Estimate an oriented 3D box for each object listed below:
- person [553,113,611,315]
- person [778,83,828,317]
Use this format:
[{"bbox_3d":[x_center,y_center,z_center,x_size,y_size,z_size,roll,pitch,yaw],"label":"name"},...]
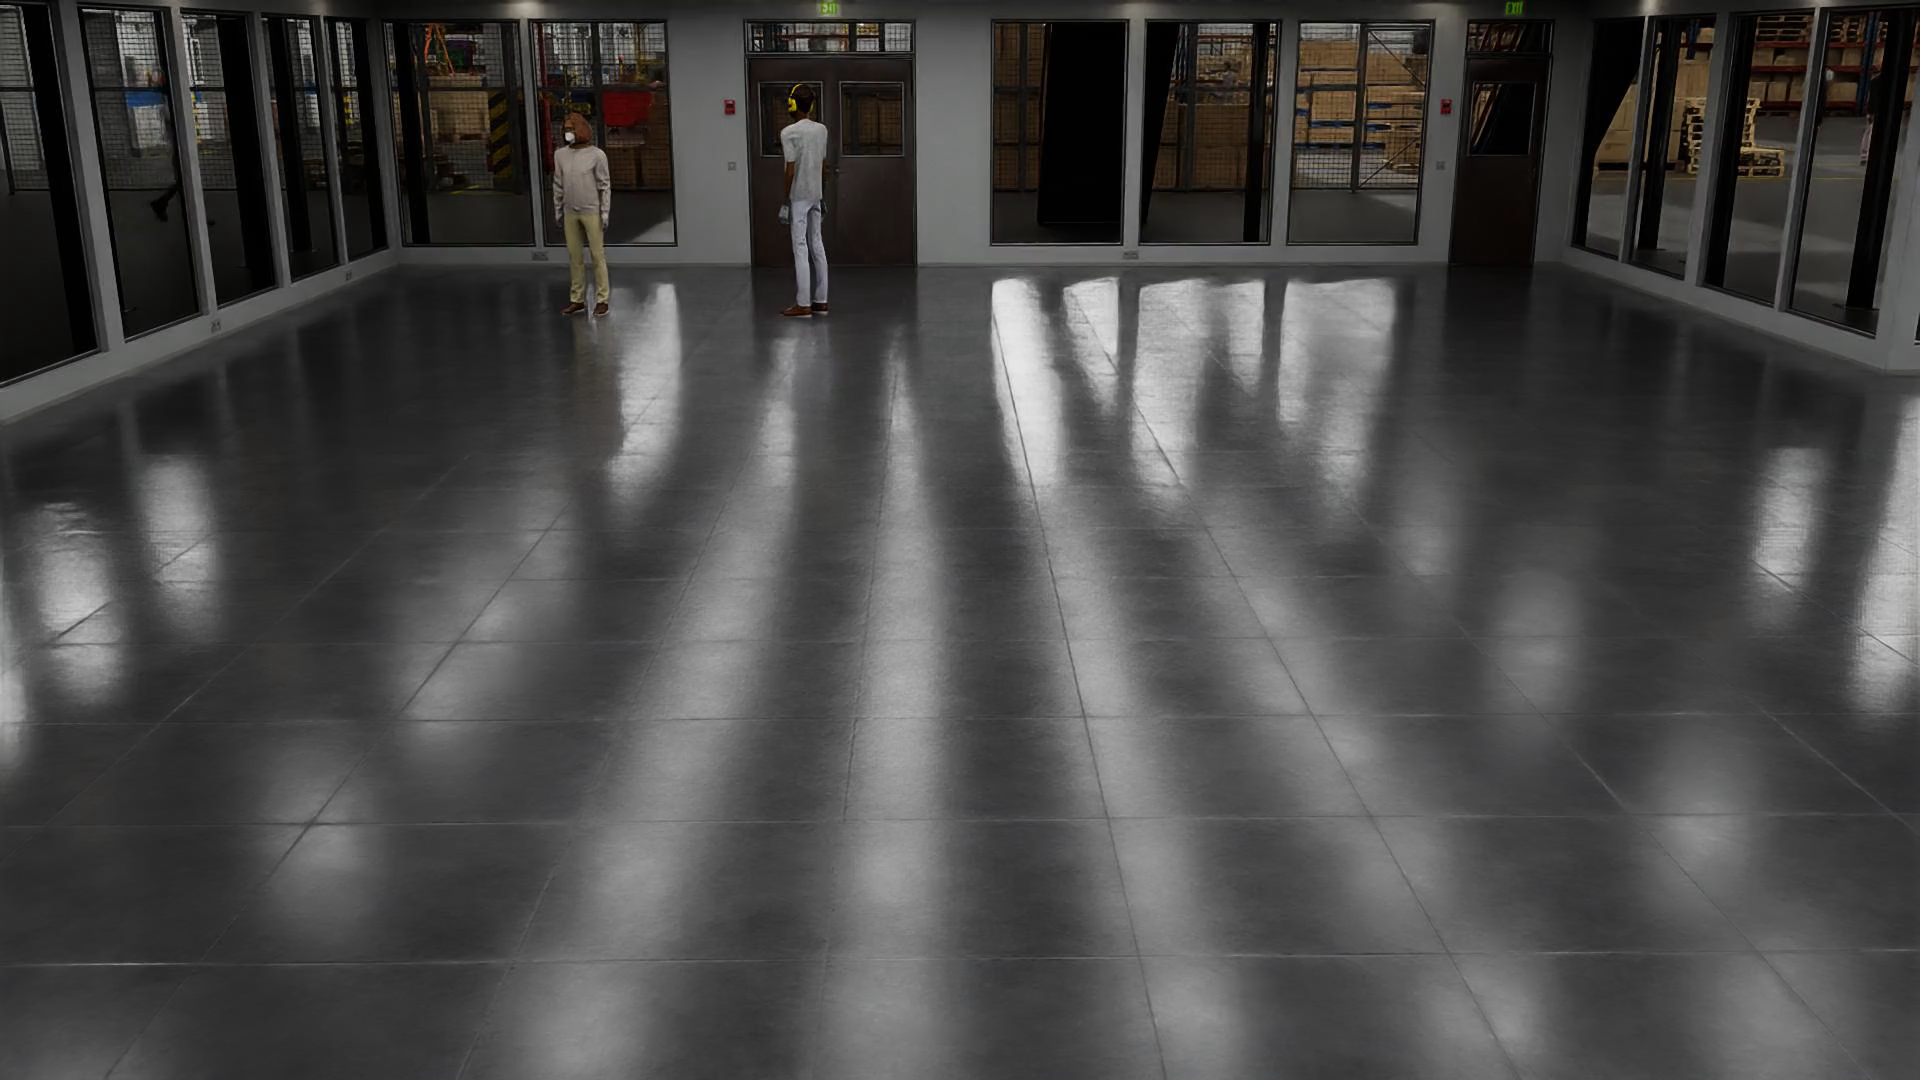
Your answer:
[{"bbox_3d":[-3.098,-2.661,13.636,0.507,1.631,0.266,5,17,18],"label":"person"},{"bbox_3d":[-1.281,-2.759,13.561,0.328,1.872,0.510,12,20,35],"label":"person"}]
